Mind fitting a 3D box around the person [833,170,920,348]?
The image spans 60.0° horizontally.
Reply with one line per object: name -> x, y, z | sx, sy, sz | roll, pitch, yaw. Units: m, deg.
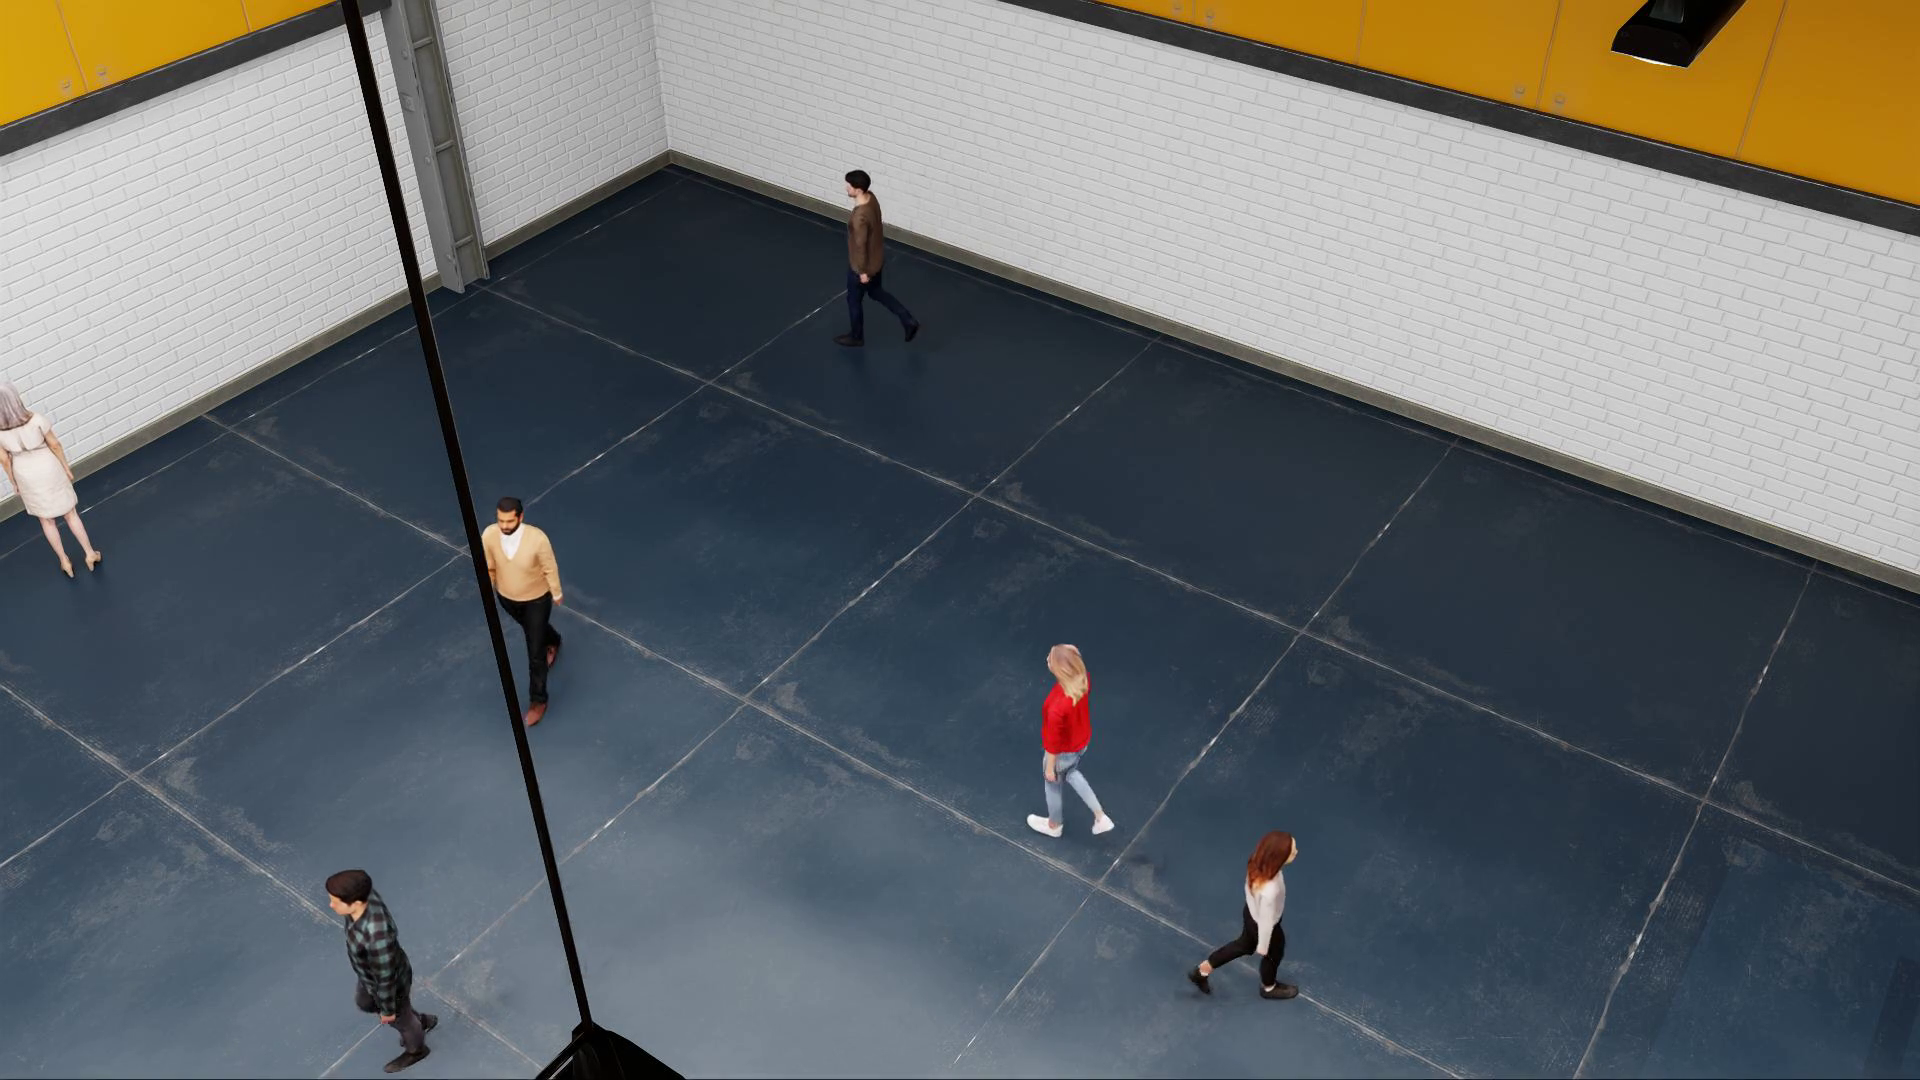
person -> -0.780, -2.533, 15.194 | 0.962, 1.858, 1.093 | 10, 40, 12

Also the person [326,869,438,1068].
person -> -3.164, 2.362, 9.276 | 0.744, 1.709, 0.786 | -22, 44, -25

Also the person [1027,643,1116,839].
person -> 0.735, 1.329, 10.486 | 0.702, 1.698, 0.771 | 22, 43, 25

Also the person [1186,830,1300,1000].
person -> 1.677, 2.185, 9.599 | 0.946, 1.466, 0.934 | -1, 39, -2

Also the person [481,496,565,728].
person -> -3.034, 0.348, 11.700 | 0.950, 1.715, 1.245 | 8, 39, 9

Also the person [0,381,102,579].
person -> -7.004, -0.461, 12.696 | 0.645, 1.736, 0.748 | -17, 42, -20
